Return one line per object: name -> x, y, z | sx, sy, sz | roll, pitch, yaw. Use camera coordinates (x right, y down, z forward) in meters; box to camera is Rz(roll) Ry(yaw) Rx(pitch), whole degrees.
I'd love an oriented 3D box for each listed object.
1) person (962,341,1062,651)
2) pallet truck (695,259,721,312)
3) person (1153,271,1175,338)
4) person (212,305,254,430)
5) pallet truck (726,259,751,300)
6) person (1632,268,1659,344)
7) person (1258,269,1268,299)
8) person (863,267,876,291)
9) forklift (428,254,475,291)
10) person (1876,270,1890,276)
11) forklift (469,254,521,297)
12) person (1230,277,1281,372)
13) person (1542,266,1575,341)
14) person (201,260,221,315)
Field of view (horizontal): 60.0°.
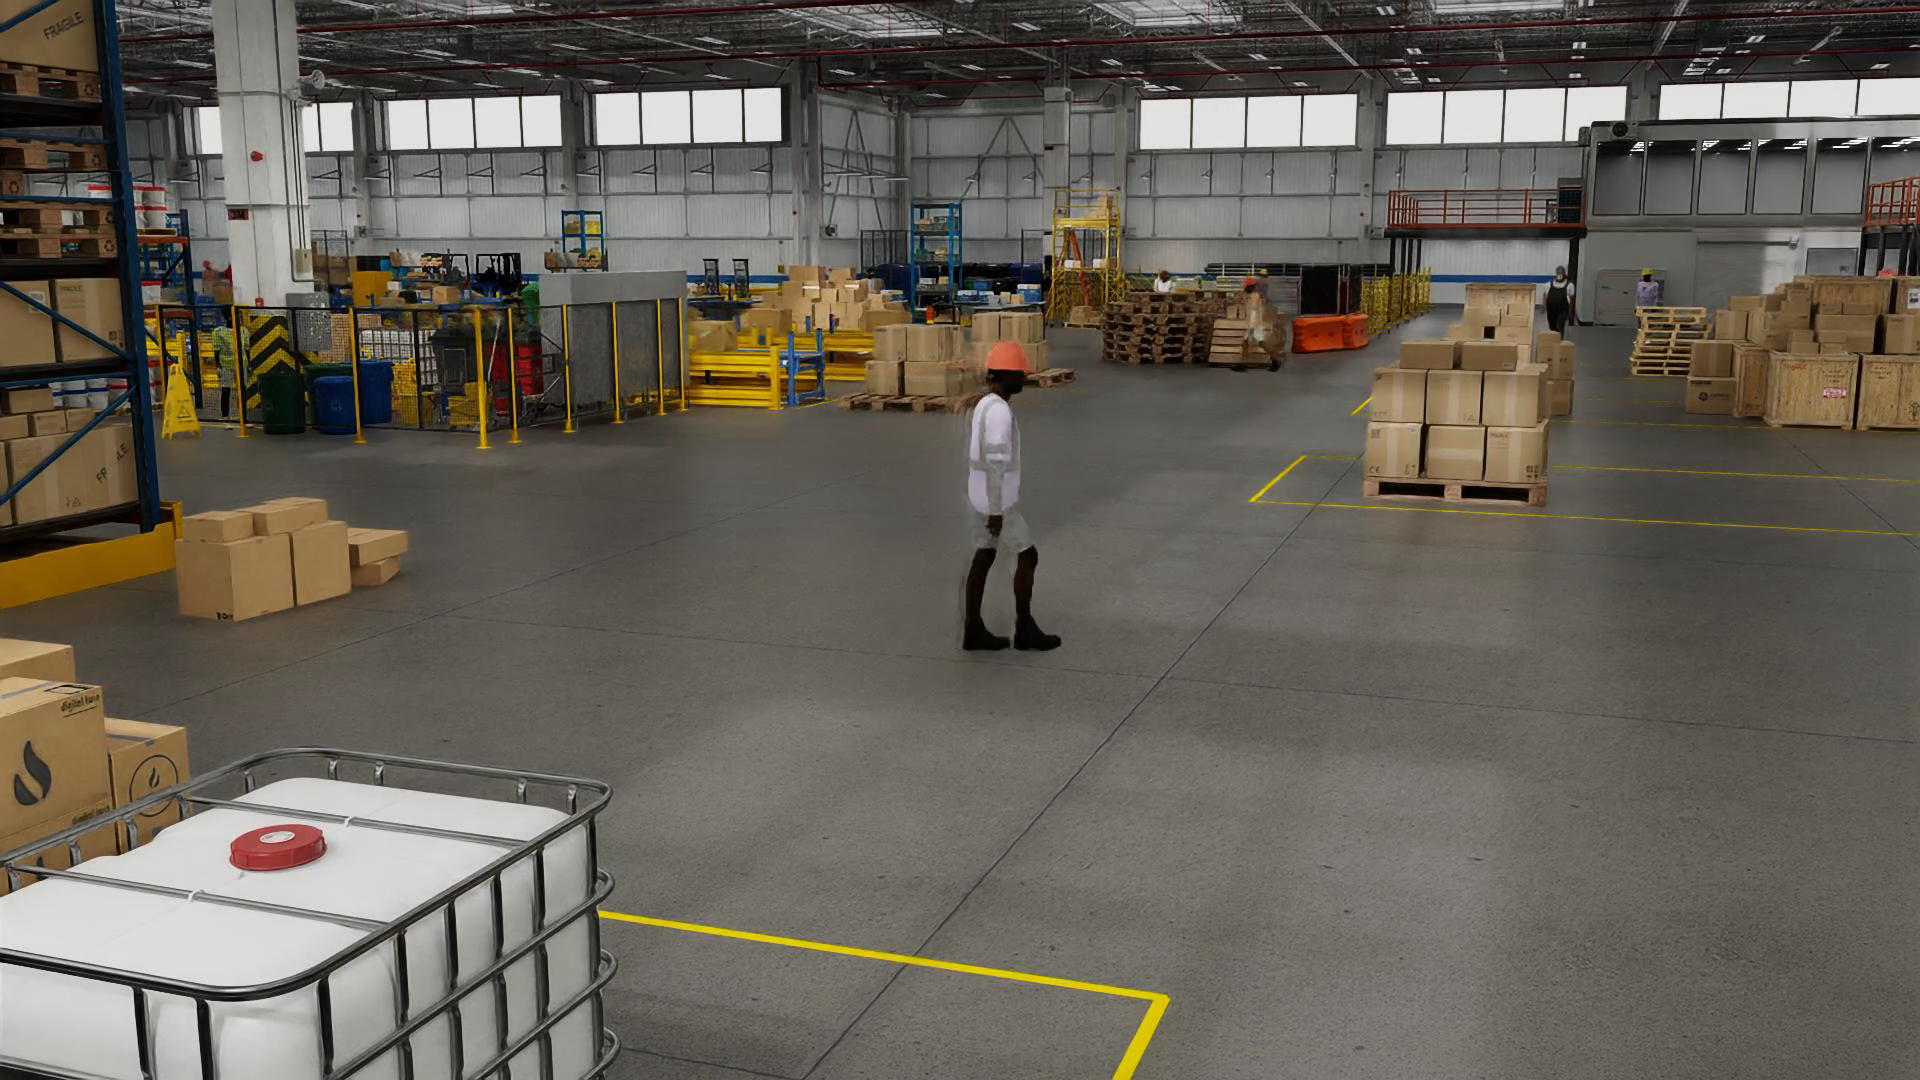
person -> 0.348, -0.253, 10.210 | 0.751, 1.911, 0.580 | -2, 10, -9
pallet truck -> -9.165, -9.627, 62.776 | 0.823, 1.965, 1.885 | 4, 11, 23
person -> 5.344, -6.129, 43.574 | 0.583, 1.837, 0.999 | 4, 11, 22
person -> -9.876, -2.344, 22.602 | 0.318, 1.698, 0.535 | 8, 13, 39
pallet truck -> -7.986, -9.493, 62.019 | 0.823, 1.965, 1.885 | 3, 11, 17
person -> 17.308, -5.901, 41.985 | 0.366, 1.926, 0.594 | -7, 12, -35
person -> 9.271, -7.397, 50.869 | 0.313, 1.768, 0.528 | -3, 10, -14
person -> -2.532, -6.708, 46.692 | 0.334, 1.873, 0.517 | 9, 13, 41
forklift -> -20.133, -10.254, 65.465 | 1.157, 1.987, 2.680 | 3, 11, 19
person -> 19.239, -4.629, 34.711 | 0.617, 1.980, 1.070 | -4, 11, -21
forklift -> -17.990, -10.121, 64.684 | 1.157, 1.987, 2.680 | 3, 11, 17
person -> 5.888, -4.247, 32.828 | 0.975, 1.885, 0.627 | 1, 10, 4
person -> 14.359, -5.590, 39.920 | 0.683, 2.000, 0.953 | 6, 12, 31
person -> -26.574, -8.947, 59.068 | 0.638, 1.948, 0.614 | 0, 10, 2
